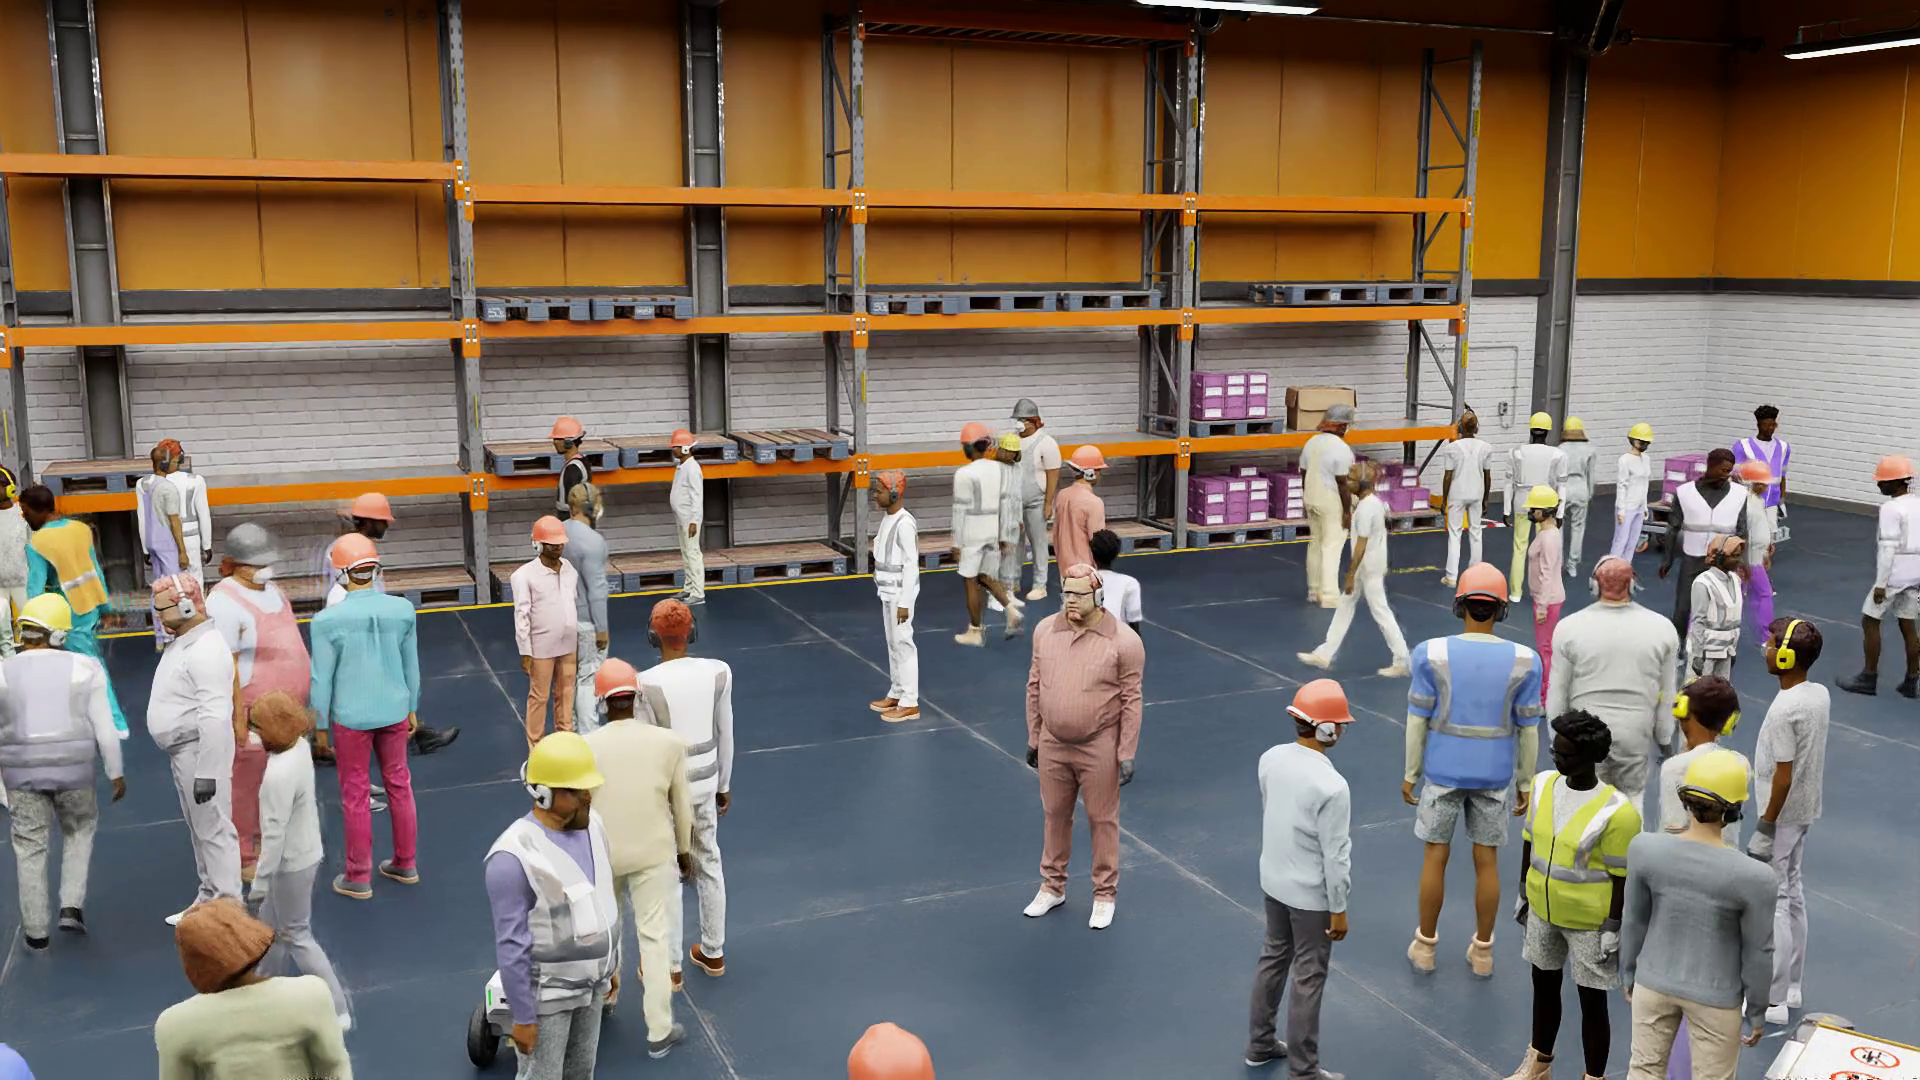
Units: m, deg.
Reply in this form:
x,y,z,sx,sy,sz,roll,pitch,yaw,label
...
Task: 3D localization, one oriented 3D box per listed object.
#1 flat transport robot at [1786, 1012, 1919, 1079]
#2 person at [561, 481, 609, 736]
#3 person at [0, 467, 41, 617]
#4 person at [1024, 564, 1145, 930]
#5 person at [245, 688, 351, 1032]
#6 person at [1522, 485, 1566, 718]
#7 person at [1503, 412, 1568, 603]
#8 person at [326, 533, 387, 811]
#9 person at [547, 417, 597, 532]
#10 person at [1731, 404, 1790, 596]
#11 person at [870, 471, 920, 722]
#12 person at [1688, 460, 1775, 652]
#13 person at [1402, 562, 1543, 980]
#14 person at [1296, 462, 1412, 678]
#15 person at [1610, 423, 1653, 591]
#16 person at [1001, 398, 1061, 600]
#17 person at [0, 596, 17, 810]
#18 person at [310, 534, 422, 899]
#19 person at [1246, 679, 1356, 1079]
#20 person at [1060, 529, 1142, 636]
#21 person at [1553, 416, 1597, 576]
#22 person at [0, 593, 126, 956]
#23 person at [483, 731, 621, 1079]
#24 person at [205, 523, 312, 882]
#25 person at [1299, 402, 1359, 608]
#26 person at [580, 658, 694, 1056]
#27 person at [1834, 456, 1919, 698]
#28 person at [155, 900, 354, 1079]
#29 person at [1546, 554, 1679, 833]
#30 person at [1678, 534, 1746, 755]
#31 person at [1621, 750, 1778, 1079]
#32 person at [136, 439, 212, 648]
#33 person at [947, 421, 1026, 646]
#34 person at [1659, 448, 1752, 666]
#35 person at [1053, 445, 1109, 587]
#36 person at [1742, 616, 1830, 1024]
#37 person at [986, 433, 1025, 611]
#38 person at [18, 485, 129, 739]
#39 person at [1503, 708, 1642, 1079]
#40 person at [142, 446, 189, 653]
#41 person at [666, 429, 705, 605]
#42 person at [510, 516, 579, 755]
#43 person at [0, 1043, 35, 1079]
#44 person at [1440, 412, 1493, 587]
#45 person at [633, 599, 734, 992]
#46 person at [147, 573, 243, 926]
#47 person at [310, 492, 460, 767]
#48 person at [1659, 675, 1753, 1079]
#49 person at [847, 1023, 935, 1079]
x,y,z,sx,sy,sz,roll,pitch,yaw,label
3.514,2.255,6.516,0.652,0.197,1.431,8,12,38,flat transport robot
-2.604,0.557,11.506,0.371,1.936,0.629,-8,12,-37,person
-7.320,0.363,12.838,0.521,1.864,0.335,-1,10,-7,person
0.621,1.065,8.664,0.638,1.910,0.407,5,11,27,person
-3.045,1.441,7.382,0.627,1.602,0.541,-2,10,-12,person
4.395,0.460,12.589,0.349,1.758,0.521,3,10,15,person
5.730,-0.315,16.593,0.588,1.920,0.395,4,10,20,person
-3.802,0.821,10.504,0.338,1.752,0.565,-2,10,-12,person
-3.458,-0.081,14.875,0.397,2.043,0.610,-1,10,-6,person
8.143,-0.404,16.952,0.604,1.966,0.367,-1,10,-6,person
-0.479,0.416,12.469,0.337,1.882,0.584,-3,10,-16,person
6.921,0.125,14.647,0.866,1.706,0.569,5,11,27,person
2.460,1.115,8.040,0.611,2.029,0.409,1,10,8,person
3.332,0.246,13.738,0.985,1.792,0.534,3,10,14,person
6.913,-0.322,17.065,0.529,1.765,0.327,-8,13,-38,person
0.644,-0.416,16.809,0.673,2.000,0.536,9,13,41,person
-6.123,0.908,10.320,0.306,1.645,0.521,9,13,43,person
-3.242,0.951,9.085,0.406,1.988,0.614,9,13,42,person
1.467,1.436,7.003,0.371,1.741,0.563,-4,11,-22,person
0.947,0.752,11.216,0.546,1.651,0.894,-2,10,-11,person
6.675,-0.488,18.175,0.493,1.717,0.671,3,10,14,person
-4.574,1.171,8.366,0.681,1.796,0.458,-5,11,-25,person
-1.411,1.575,5.942,0.404,1.833,0.586,4,11,21,person
-3.914,0.882,9.334,0.538,2.000,0.709,1,10,4,person
3.697,-0.359,16.481,0.536,2.000,0.688,-4,11,-22,person
-1.474,1.387,7.451,0.586,1.693,0.764,-4,11,-21,person
7.346,0.293,13.121,0.610,1.914,0.534,-6,11,-29,person
-2.111,1.852,4.973,0.593,1.619,0.327,-2,10,-10,person
3.492,1.020,8.967,0.662,1.887,0.439,2,10,13,person
5.058,0.767,11.180,0.514,1.634,0.312,-7,12,-36,person
2.624,1.611,5.952,0.524,1.762,0.339,8,13,39,person
-6.856,0.053,14.565,0.577,1.883,0.353,-3,10,-19,person
0.212,-0.031,14.673,0.608,2.023,0.607,8,13,40,person
6.228,0.167,13.869,0.705,1.892,0.418,3,10,14,person
0.978,0.241,13.153,0.387,1.992,0.626,-6,11,-29,person
3.737,1.269,7.593,0.321,1.871,0.532,9,14,43,person
0.467,-0.183,16.335,0.313,1.740,0.486,9,13,43,person
-6.398,0.534,11.826,0.855,1.866,0.620,0,10,2,person
2.469,1.506,6.726,0.318,1.697,0.535,-6,12,-31,person
-6.890,0.090,14.478,0.506,1.839,0.345,7,12,37,person
-2.736,-0.231,16.567,0.337,1.749,0.574,-4,11,-23,person
-2.736,0.700,11.207,0.330,1.751,0.563,7,12,36,person
-2.040,1.972,3.490,1.014,1.898,0.601,-6,12,-32,person
5.275,-0.416,17.375,0.507,1.846,0.345,0,10,-1,person
-1.339,1.206,7.925,0.580,1.882,0.352,-9,13,-41,person
-3.892,1.104,8.456,0.407,1.902,0.641,-7,12,-34,person
-4.042,0.607,11.403,1.037,1.867,0.558,-6,11,-30,person
2.850,1.465,6.603,0.716,1.833,0.339,-7,12,-35,person
-0.146,1.974,3.894,0.572,1.740,0.337,-8,13,-39,person
